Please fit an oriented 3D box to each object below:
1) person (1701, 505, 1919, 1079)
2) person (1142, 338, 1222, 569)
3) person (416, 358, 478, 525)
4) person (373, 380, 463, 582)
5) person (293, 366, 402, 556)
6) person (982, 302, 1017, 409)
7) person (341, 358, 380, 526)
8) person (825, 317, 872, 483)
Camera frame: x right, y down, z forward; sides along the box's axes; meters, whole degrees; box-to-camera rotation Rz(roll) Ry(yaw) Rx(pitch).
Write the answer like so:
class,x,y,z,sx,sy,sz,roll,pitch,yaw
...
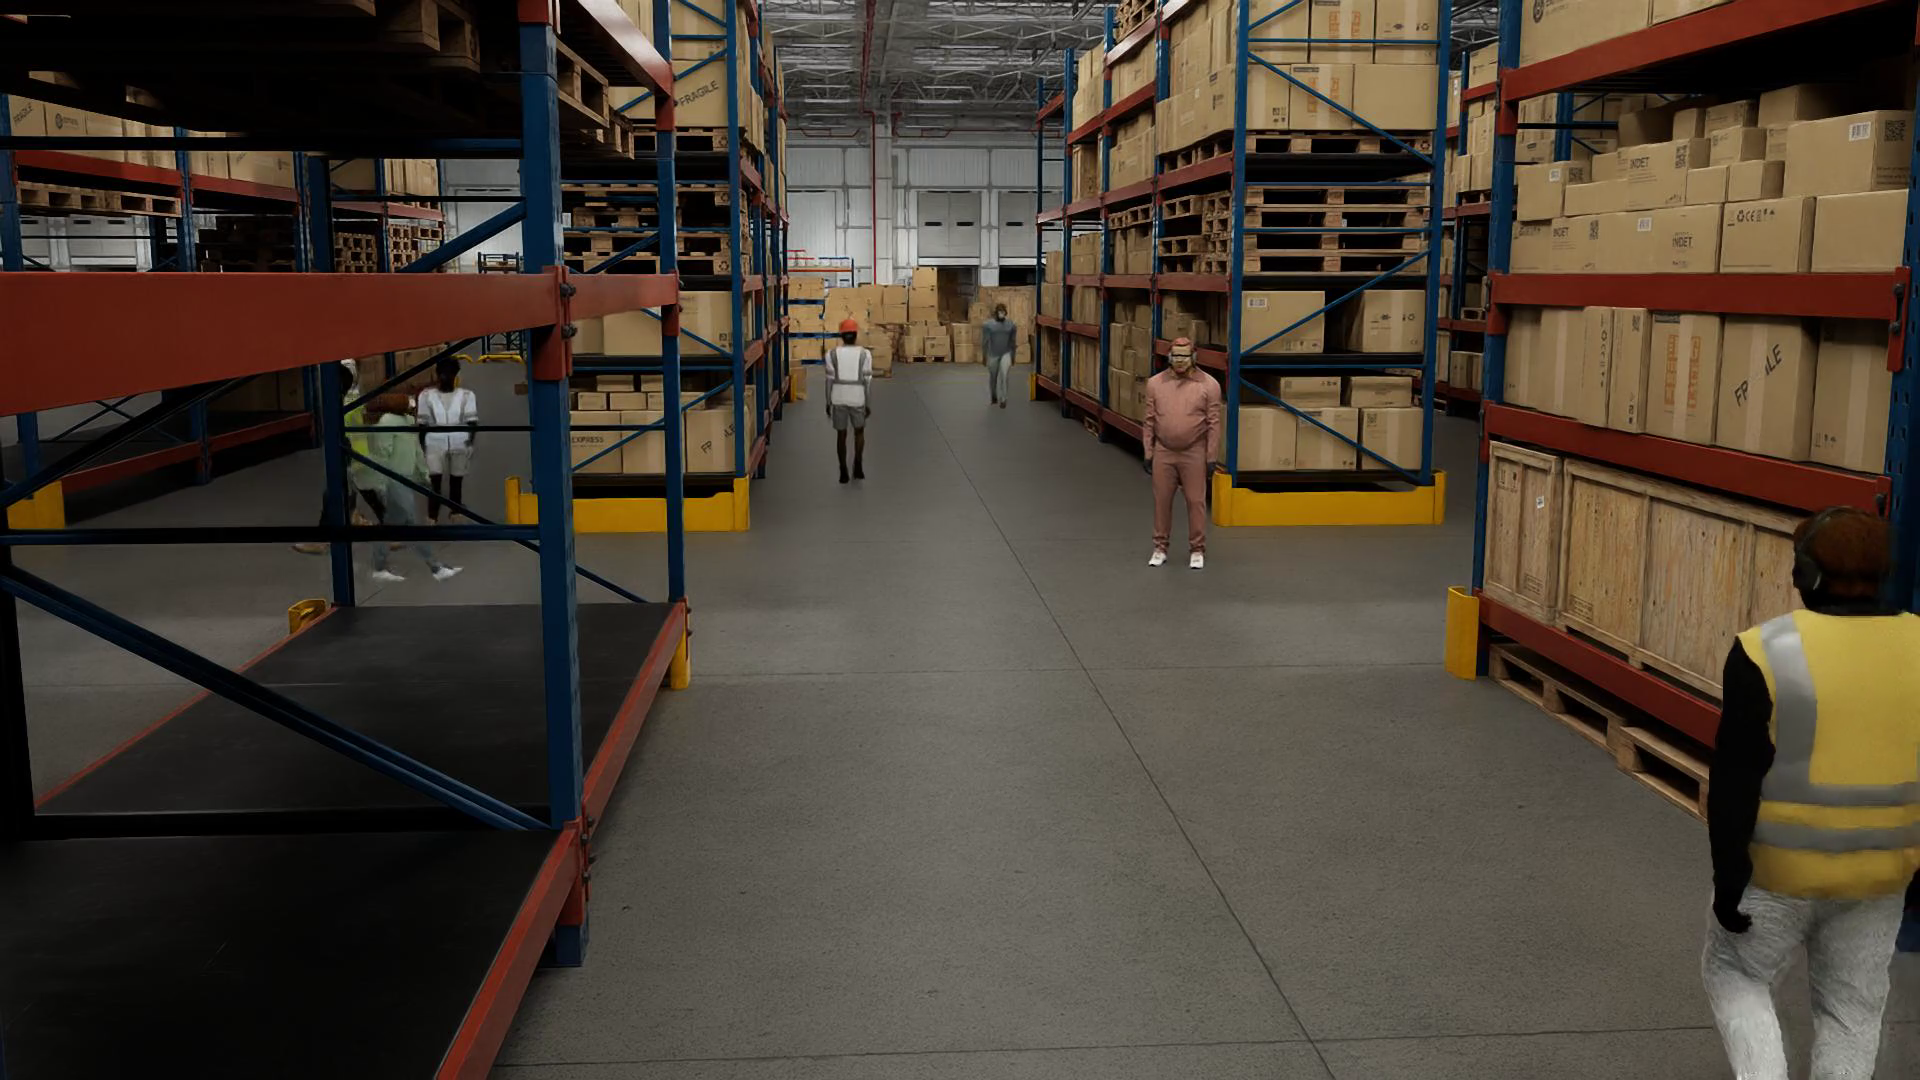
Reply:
class,x,y,z,sx,sy,sz,roll,pitch,yaw
person,2.194,0.824,4.248,0.624,1.832,0.433,0,9,2
person,1.808,-0.709,13.674,0.646,1.899,0.395,3,10,20
person,-4.683,-0.839,15.217,0.531,1.649,0.847,-4,10,-21
person,-4.252,-0.448,12.935,0.818,1.589,0.526,1,9,4
person,-5.258,-0.681,14.262,0.893,1.648,0.531,0,9,-1
person,0.718,-3.362,30.264,0.637,1.919,0.825,0,9,-3
person,-5.785,-1.110,15.719,0.372,2.045,0.605,-8,12,-42
person,-1.297,-1.630,19.402,0.560,1.914,0.683,0,9,-1
